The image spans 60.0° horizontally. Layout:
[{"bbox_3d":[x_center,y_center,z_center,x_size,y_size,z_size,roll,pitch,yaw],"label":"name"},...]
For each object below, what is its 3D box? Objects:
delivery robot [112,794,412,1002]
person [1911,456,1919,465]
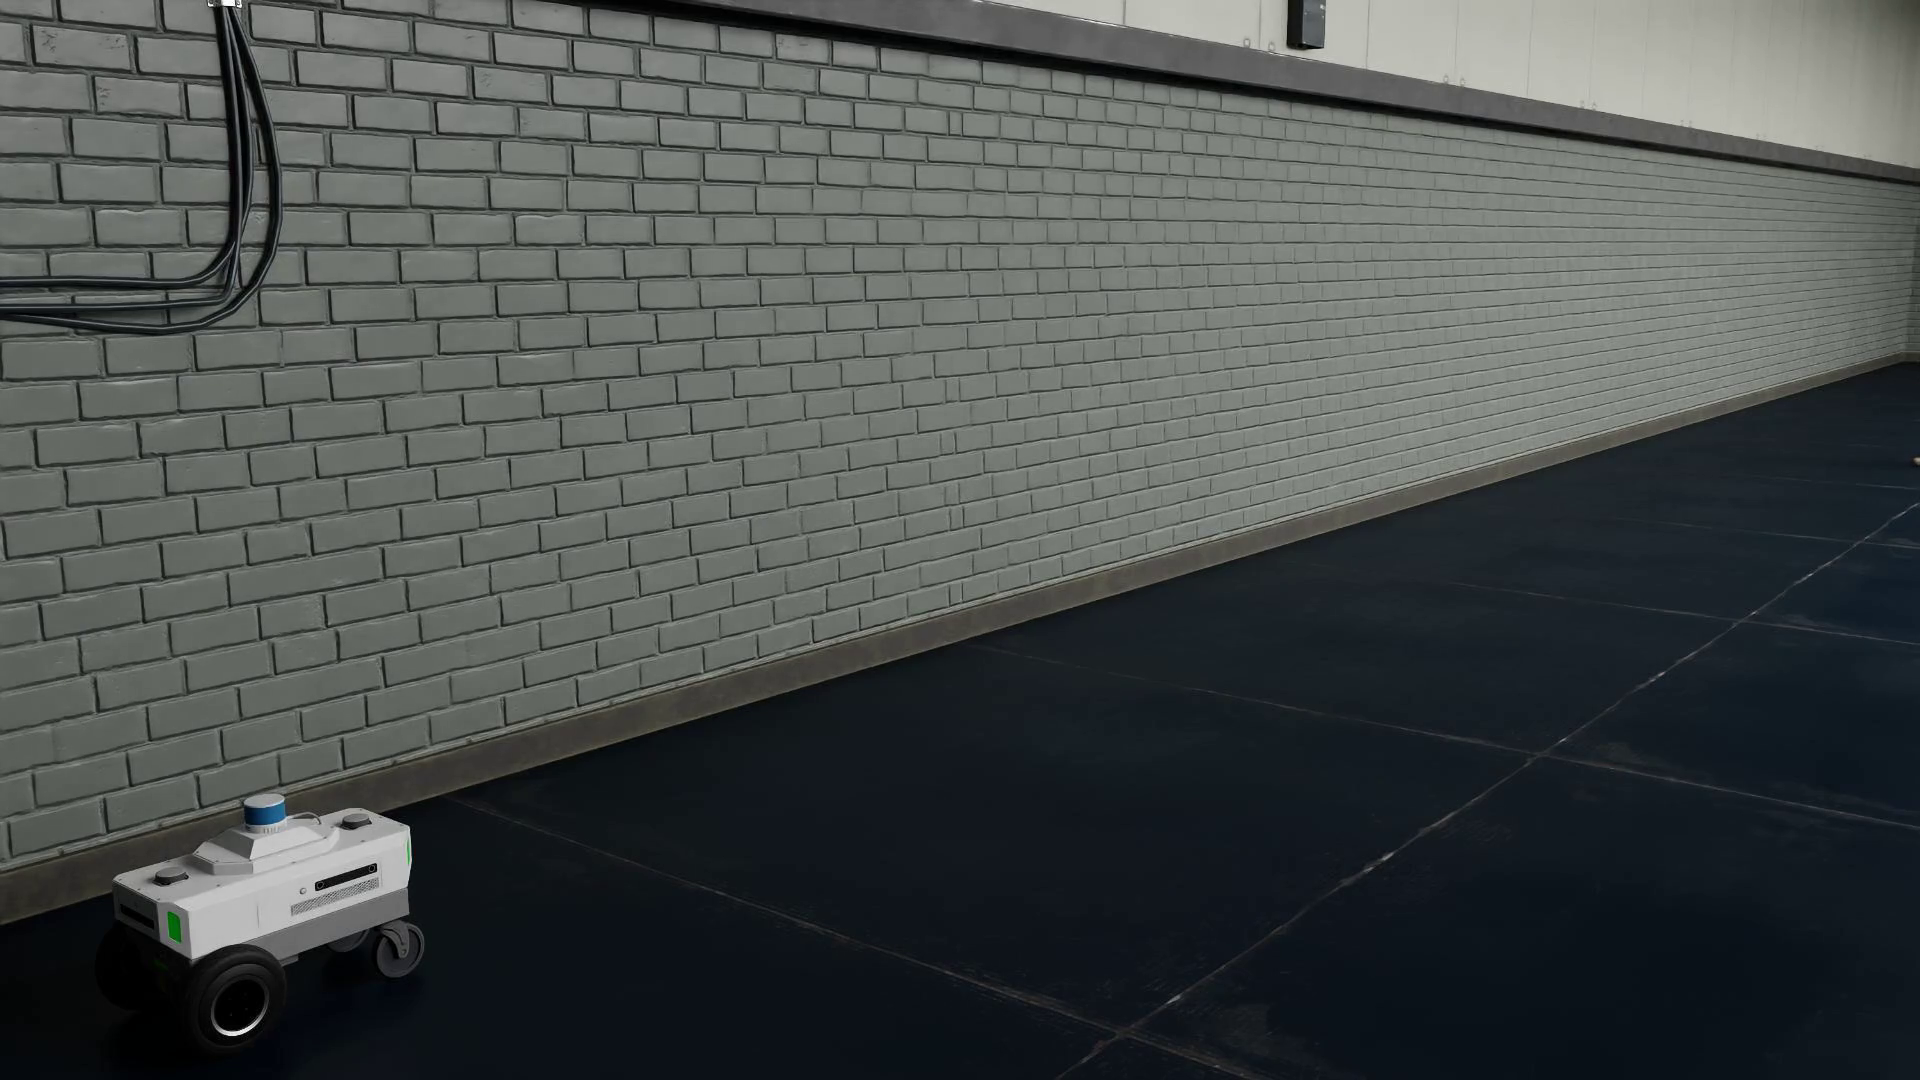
[{"bbox_3d":[-1.825,0.917,4.407,0.477,0.478,0.707,8,13,38],"label":"delivery robot"},{"bbox_3d":[8.731,-1.479,14.658,0.317,1.695,0.540,-4,11,-20],"label":"person"}]
